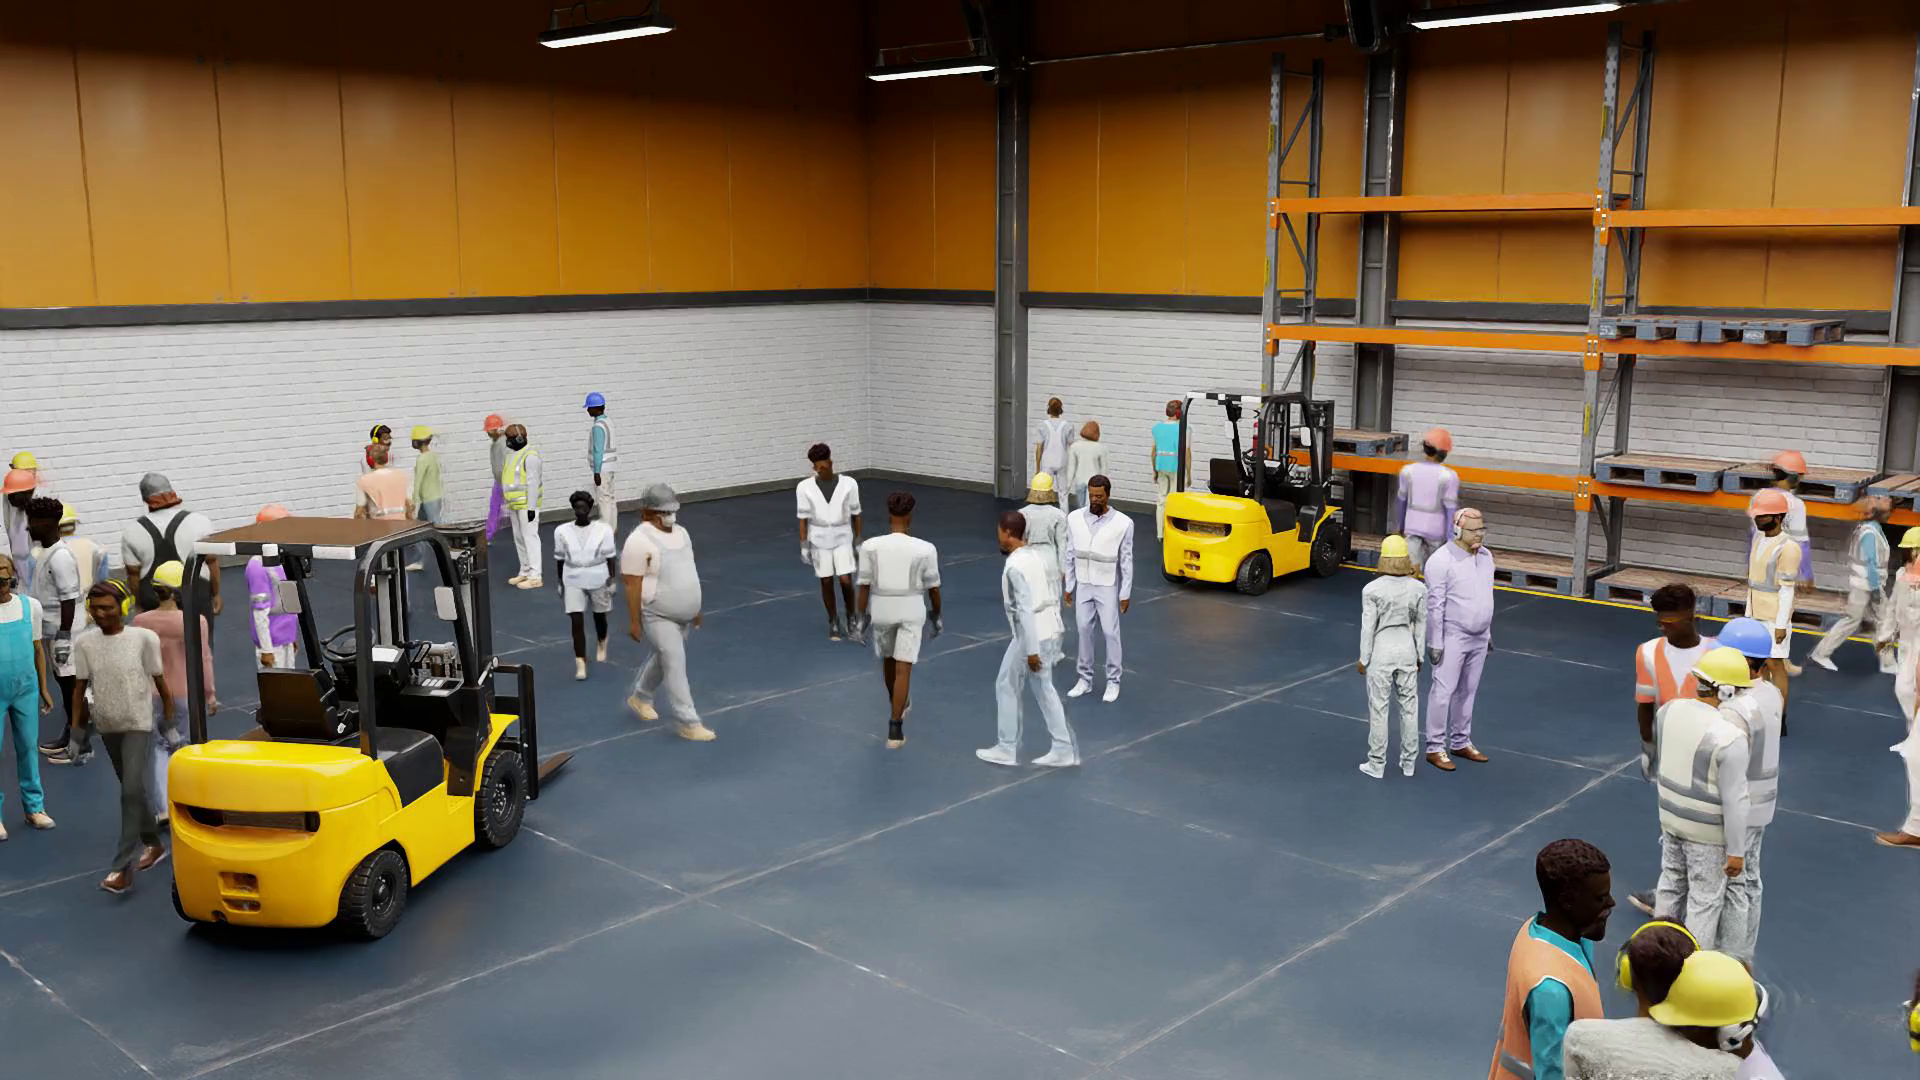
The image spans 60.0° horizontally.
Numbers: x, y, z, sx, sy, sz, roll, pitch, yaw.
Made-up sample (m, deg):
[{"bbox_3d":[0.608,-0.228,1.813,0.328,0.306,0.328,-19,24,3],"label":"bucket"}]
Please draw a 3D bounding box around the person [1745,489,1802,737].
[{"bbox_3d":[6.230,0.564,12.871,0.399,1.928,0.542,-1,10,-4],"label":"person"}]

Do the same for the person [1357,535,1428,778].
[{"bbox_3d":[3.076,0.829,11.881,0.493,1.738,0.321,-2,10,-9],"label":"person"}]

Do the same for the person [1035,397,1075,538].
[{"bbox_3d":[1.234,-0.935,21.627,0.515,1.843,0.333,0,10,-1],"label":"person"}]

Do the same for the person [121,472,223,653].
[{"bbox_3d":[-6.261,0.440,13.237,0.692,2.000,0.786,-2,10,-13],"label":"person"}]

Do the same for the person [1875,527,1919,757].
[{"bbox_3d":[7.073,0.761,12.316,0.451,1.731,0.491,0,10,-2],"label":"person"}]

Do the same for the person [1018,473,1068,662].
[{"bbox_3d":[0.743,0.252,15.161,0.484,1.744,0.295,2,10,10],"label":"person"}]

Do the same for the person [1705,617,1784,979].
[{"bbox_3d":[3.889,1.344,8.346,0.378,1.951,0.607,8,13,39],"label":"person"}]

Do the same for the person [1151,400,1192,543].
[{"bbox_3d":[2.690,-0.863,21.206,0.564,1.847,0.397,8,13,38],"label":"person"}]

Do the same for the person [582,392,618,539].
[{"bbox_3d":[-4.596,-0.923,21.301,0.416,1.939,0.604,0,10,1],"label":"person"}]

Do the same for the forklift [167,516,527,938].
[{"bbox_3d":[-3.583,0.976,9.748,1.214,2.155,2.313,2,10,11],"label":"forklift"}]

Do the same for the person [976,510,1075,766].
[{"bbox_3d":[0.468,0.725,12.097,0.841,1.870,0.612,4,11,20],"label":"person"}]

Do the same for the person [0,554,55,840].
[{"bbox_3d":[-6.105,0.991,10.670,0.348,1.842,0.506,9,13,41],"label":"person"}]

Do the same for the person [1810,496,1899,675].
[{"bbox_3d":[8.009,0.405,14.722,0.779,1.611,0.522,8,13,38],"label":"person"}]

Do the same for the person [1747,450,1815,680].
[{"bbox_3d":[7.189,0.228,14.492,0.565,2.023,0.652,-1,10,-8],"label":"person"}]

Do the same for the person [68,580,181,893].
[{"bbox_3d":[-4.975,1.151,9.782,0.554,1.825,0.948,0,10,1],"label":"person"}]

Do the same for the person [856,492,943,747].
[{"bbox_3d":[-0.461,0.576,12.834,0.635,1.907,1.023,2,10,12],"label":"person"}]

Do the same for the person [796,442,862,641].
[{"bbox_3d":[-1.235,0.031,15.888,0.638,1.931,0.509,-1,10,-3],"label":"person"}]

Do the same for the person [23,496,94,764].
[{"bbox_3d":[-6.639,0.652,12.247,0.364,1.965,0.609,-7,12,-36],"label":"person"}]

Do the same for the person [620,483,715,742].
[{"bbox_3d":[-2.310,0.492,12.944,1.017,2.000,0.693,5,11,27],"label":"person"}]

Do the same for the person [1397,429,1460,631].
[{"bbox_3d":[4.598,-0.098,16.426,0.679,2.004,0.769,7,12,33],"label":"person"}]

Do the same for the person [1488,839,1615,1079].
[{"bbox_3d":[1.898,1.882,5.375,0.392,1.920,0.593,3,10,16],"label":"person"}]

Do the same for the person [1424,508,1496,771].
[{"bbox_3d":[3.657,0.710,12.086,0.654,1.904,0.407,-7,12,-33],"label":"person"}]

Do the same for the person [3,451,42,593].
[{"bbox_3d":[-9.232,0.004,16.506,0.531,1.767,0.328,5,11,25],"label":"person"}]

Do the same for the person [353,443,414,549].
[{"bbox_3d":[-5.816,-0.059,16.700,0.624,1.819,0.586,7,12,33],"label":"person"}]

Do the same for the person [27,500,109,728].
[{"bbox_3d":[-6.996,0.586,13.136,0.885,1.797,0.603,8,13,40],"label":"person"}]

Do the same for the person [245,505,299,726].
[{"bbox_3d":[-4.921,0.701,12.043,0.377,1.936,0.549,0,10,-2],"label":"person"}]

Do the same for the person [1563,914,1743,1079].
[{"bbox_3d":[2.010,2.002,4.868,0.551,1.856,0.500,6,12,30],"label":"person"}]

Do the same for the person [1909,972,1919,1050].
[{"bbox_3d":[2.640,2.058,4.545,0.507,1.864,0.331,-1,10,-6],"label":"person"}]

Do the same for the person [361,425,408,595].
[{"bbox_3d":[-6.307,-0.330,18.157,0.322,1.860,0.519,4,11,21],"label":"person"}]

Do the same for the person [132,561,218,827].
[{"bbox_3d":[-5.113,1.011,10.811,0.539,1.754,0.422,2,10,9],"label":"person"}]

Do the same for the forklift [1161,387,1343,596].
[{"bbox_3d":[3.298,-0.608,18.767,1.214,2.155,2.313,9,13,42],"label":"forklift"}]

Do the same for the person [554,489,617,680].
[{"bbox_3d":[-3.315,0.357,14.772,0.537,1.663,0.818,-1,10,-7],"label":"person"}]

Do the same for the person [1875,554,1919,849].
[{"bbox_3d":[6.043,1.033,10.099,0.600,1.964,0.848,1,10,7],"label":"person"}]

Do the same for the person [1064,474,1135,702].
[{"bbox_3d":[1.169,0.392,13.899,0.593,1.911,0.384,5,11,28],"label":"person"}]

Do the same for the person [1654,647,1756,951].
[{"bbox_3d":[3.707,1.418,8.306,0.403,1.818,0.606,-2,10,-14],"label":"person"}]

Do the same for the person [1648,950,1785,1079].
[{"bbox_3d":[2.086,2.037,4.854,0.851,1.787,0.602,1,10,5],"label":"person"}]

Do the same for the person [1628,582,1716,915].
[{"bbox_3d":[4.176,1.176,9.484,0.848,1.900,0.636,-8,12,-37],"label":"person"}]

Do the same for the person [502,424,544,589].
[{"bbox_3d":[-4.877,-0.386,18.547,0.429,1.832,0.638,-8,13,-37],"label":"person"}]

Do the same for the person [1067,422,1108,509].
[{"bbox_3d":[1.629,-0.716,21.129,0.508,1.578,0.870,4,11,20],"label":"person"}]
